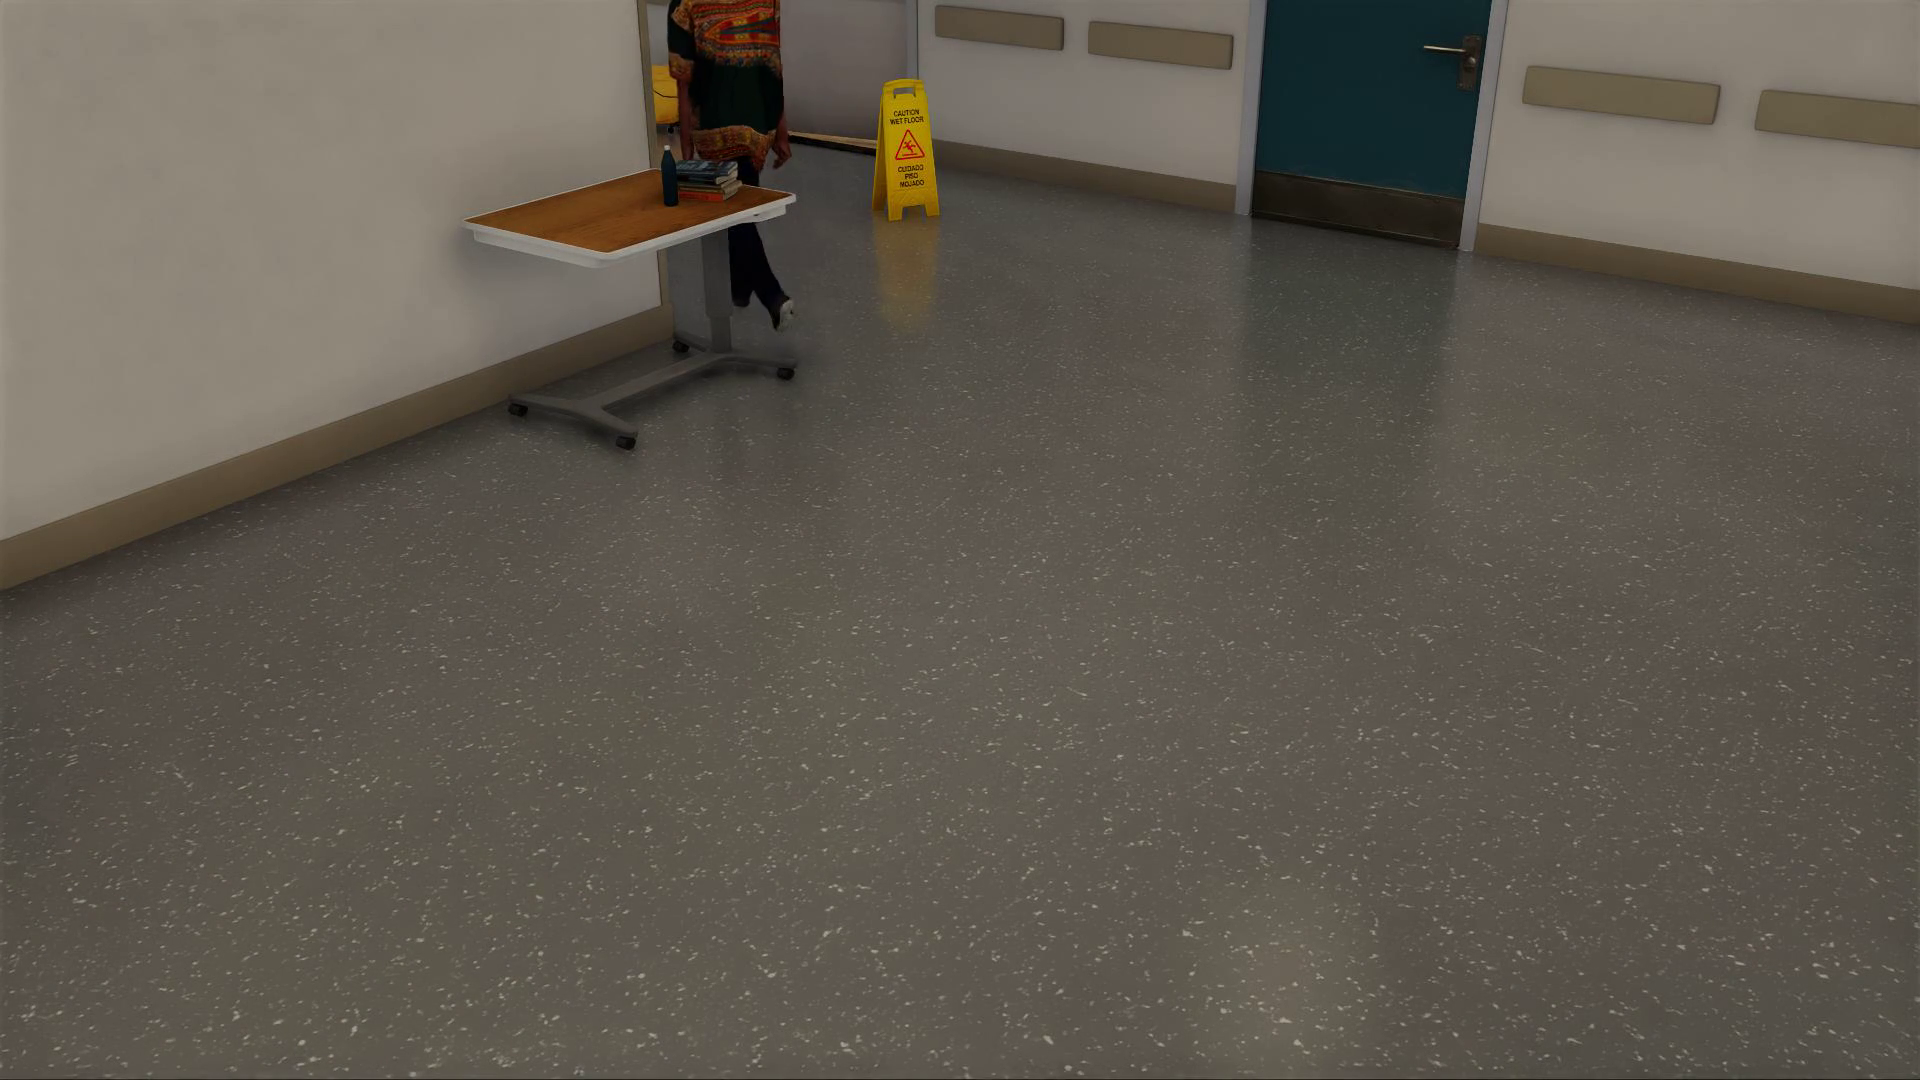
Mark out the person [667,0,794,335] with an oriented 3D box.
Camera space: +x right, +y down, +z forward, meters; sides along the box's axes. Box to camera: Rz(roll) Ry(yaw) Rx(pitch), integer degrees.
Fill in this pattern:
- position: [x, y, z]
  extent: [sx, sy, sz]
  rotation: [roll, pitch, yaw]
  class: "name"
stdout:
- position: [-0.959, -1.761, 7.295]
  extent: [1.018, 1.765, 1.278]
  rotation: [-13, 29, -25]
  class: "person"
